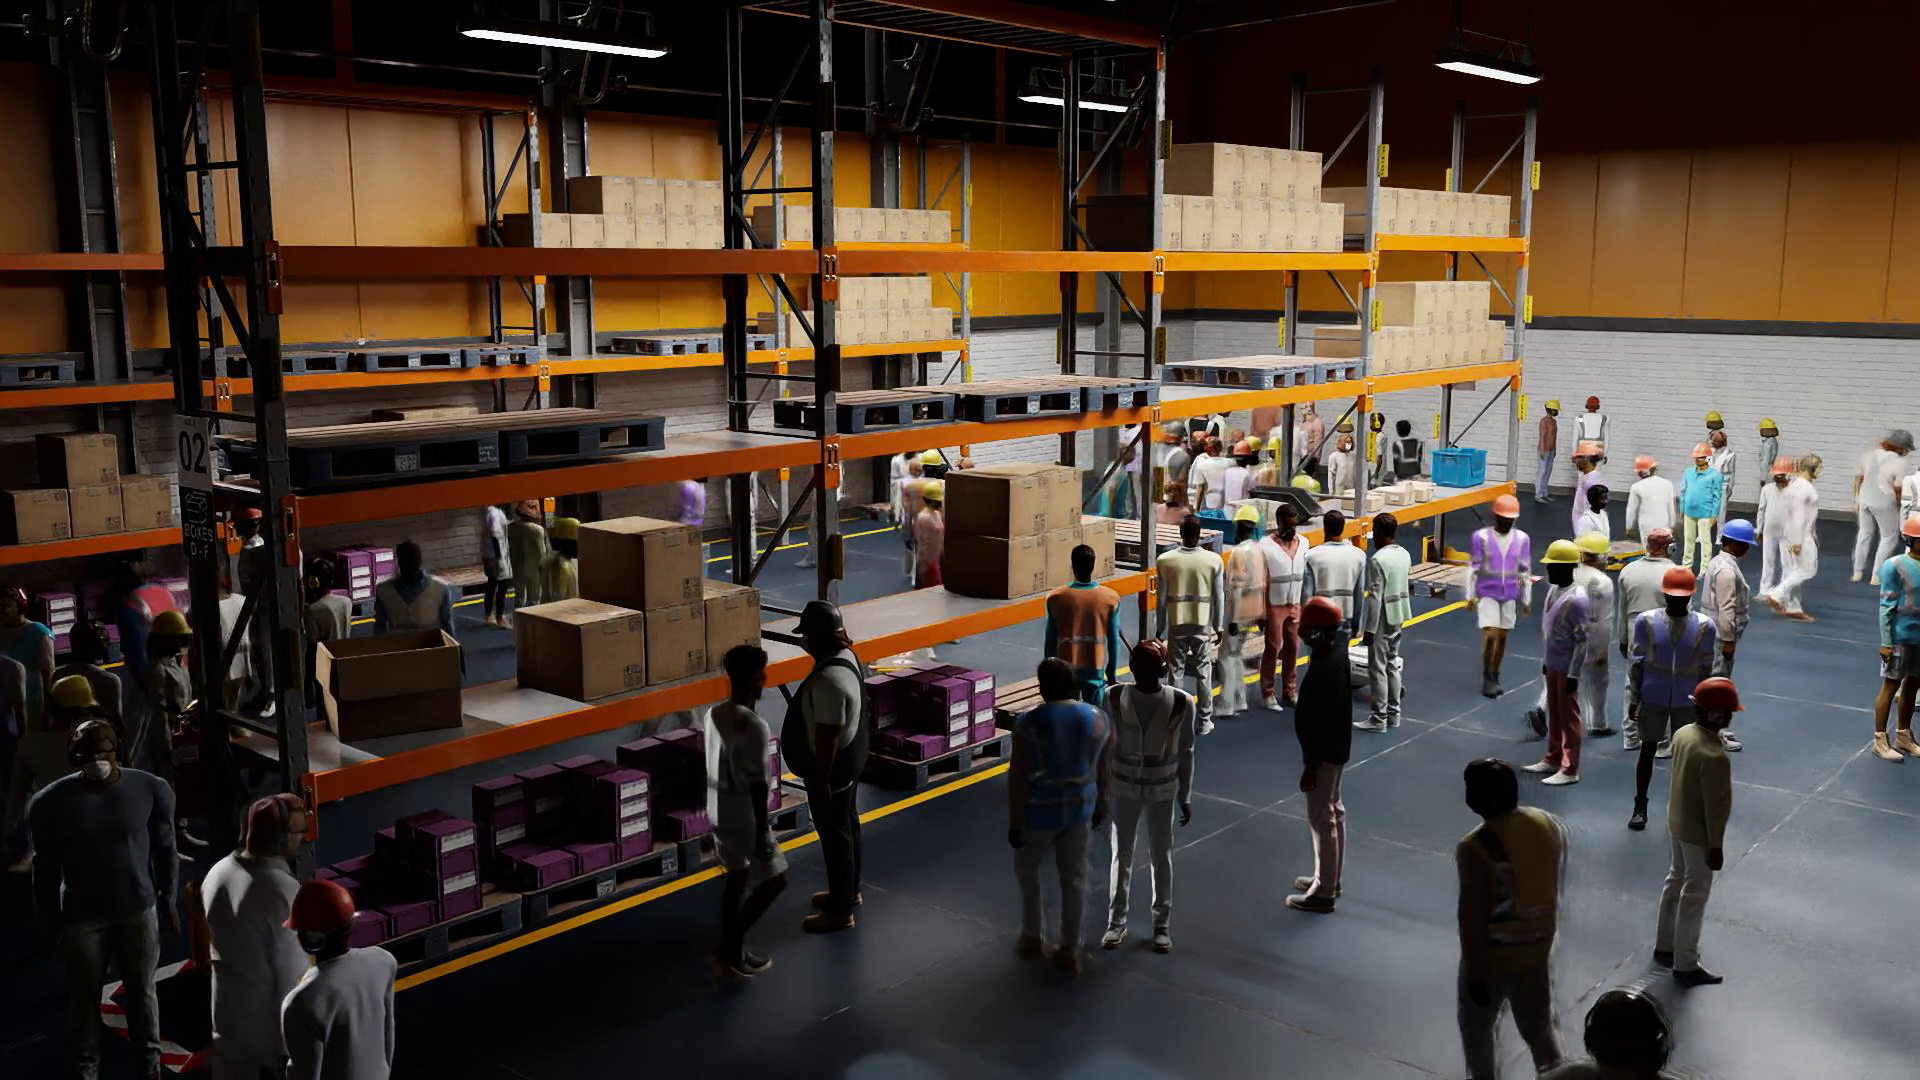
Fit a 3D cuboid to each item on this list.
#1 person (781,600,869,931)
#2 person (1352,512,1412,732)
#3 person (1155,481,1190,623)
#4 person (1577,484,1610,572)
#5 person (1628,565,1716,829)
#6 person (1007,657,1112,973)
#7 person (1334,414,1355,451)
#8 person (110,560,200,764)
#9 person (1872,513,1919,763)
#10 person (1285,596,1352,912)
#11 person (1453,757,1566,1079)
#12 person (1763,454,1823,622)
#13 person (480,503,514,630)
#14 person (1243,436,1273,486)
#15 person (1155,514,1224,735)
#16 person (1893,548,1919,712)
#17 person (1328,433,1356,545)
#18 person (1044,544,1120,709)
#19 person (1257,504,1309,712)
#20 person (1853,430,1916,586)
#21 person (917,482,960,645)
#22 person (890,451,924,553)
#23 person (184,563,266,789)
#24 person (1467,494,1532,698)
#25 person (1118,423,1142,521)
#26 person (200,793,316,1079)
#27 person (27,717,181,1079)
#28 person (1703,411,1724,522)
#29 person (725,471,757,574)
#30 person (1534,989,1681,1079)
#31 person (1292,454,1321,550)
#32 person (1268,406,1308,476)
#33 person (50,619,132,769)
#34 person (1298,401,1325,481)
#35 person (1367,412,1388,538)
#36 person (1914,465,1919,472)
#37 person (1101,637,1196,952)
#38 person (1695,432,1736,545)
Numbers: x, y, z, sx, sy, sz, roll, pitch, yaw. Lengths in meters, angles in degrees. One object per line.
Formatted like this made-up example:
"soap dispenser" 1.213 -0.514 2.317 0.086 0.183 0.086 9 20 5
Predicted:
"person" -0.832 1.350 10.223 0.536 2.000 0.683 1 10 4
"person" 3.704 0.712 14.436 0.400 1.908 0.604 7 12 38
"person" 2.344 0.153 18.578 0.500 1.636 0.280 8 13 41
"person" 6.822 0.227 17.979 0.322 1.689 0.530 9 13 42
"person" 5.056 1.131 11.846 0.552 1.935 0.361 3 10 20
"person" 0.534 1.558 9.628 0.666 1.820 0.632 -3 10 -19
"person" 5.890 -1.067 25.576 0.321 1.738 0.487 7 12 34
"person" -6.335 1.013 13.173 1.124 1.750 0.640 2 10 9
"person" 7.758 0.791 13.555 0.608 2.044 0.373 -3 10 -20
"person" 2.257 1.336 10.447 0.395 1.994 0.612 4 10 25
"person" 2.566 1.910 7.602 0.644 1.811 0.668 -5 11 -29
"person" 9.503 -0.023 18.795 0.465 1.916 0.642 6 11 30
"person" -5.136 0.169 18.410 0.323 1.672 0.558 -4 10 -20
"person" 3.648 -0.352 20.777 0.447 1.909 0.580 -6 11 -34
"person" 1.970 0.733 14.298 0.587 1.912 0.391 1 10 7
"person" 8.739 0.640 15.089 0.385 1.835 0.562 1 10 8
"person" 5.484 -0.718 23.811 0.504 1.629 0.278 -4 10 -23
"person" 0.938 0.989 12.794 0.583 1.910 0.392 -1 10 -8
"person" 2.912 0.607 15.077 0.598 1.906 0.414 -6 11 -30
"person" 11.637 -0.447 20.955 0.534 2.000 0.793 -2 10 -14
"person" -0.268 0.238 17.775 0.592 1.733 0.576 3 10 15
"person" -0.621 -0.530 21.865 0.586 1.906 0.687 2 10 10
"person" -5.567 1.060 12.583 0.479 1.827 0.614 4 10 23
"person" 5.045 0.529 15.476 0.563 1.915 0.647 0 10 -1
"person" 2.586 -1.092 25.174 0.390 1.919 0.583 -8 12 -39
"person" -2.889 1.966 7.053 0.786 1.857 0.893 6 11 33
"person" -4.053 1.783 7.943 0.629 1.940 0.377 -5 11 -30
"person" 11.792 -1.156 26.103 0.321 1.737 0.486 3 10 18
"person" -2.869 -0.413 21.675 0.487 1.739 0.324 -8 13 -40
"person" 2.060 2.261 5.156 0.627 1.920 0.809 6 11 30
"person" 4.325 -0.244 20.829 0.353 1.671 0.549 -4 10 -24
"person" 5.017 -1.123 25.446 0.601 1.893 0.746 1 10 5
"person" -5.456 1.407 10.495 0.506 1.839 0.340 3 10 18
"person" 5.499 -1.285 26.375 0.404 1.903 0.636 -2 10 -14
"person" 6.114 -0.948 24.478 0.328 1.865 0.508 3 10 16
"person" 12.195 -0.344 20.669 0.724 1.935 0.635 -7 12 -35
"person" 1.090 1.493 9.830 0.573 1.886 0.353 2 10 12
"person" 10.889 -0.750 23.966 0.515 1.636 0.315 9 13 43
